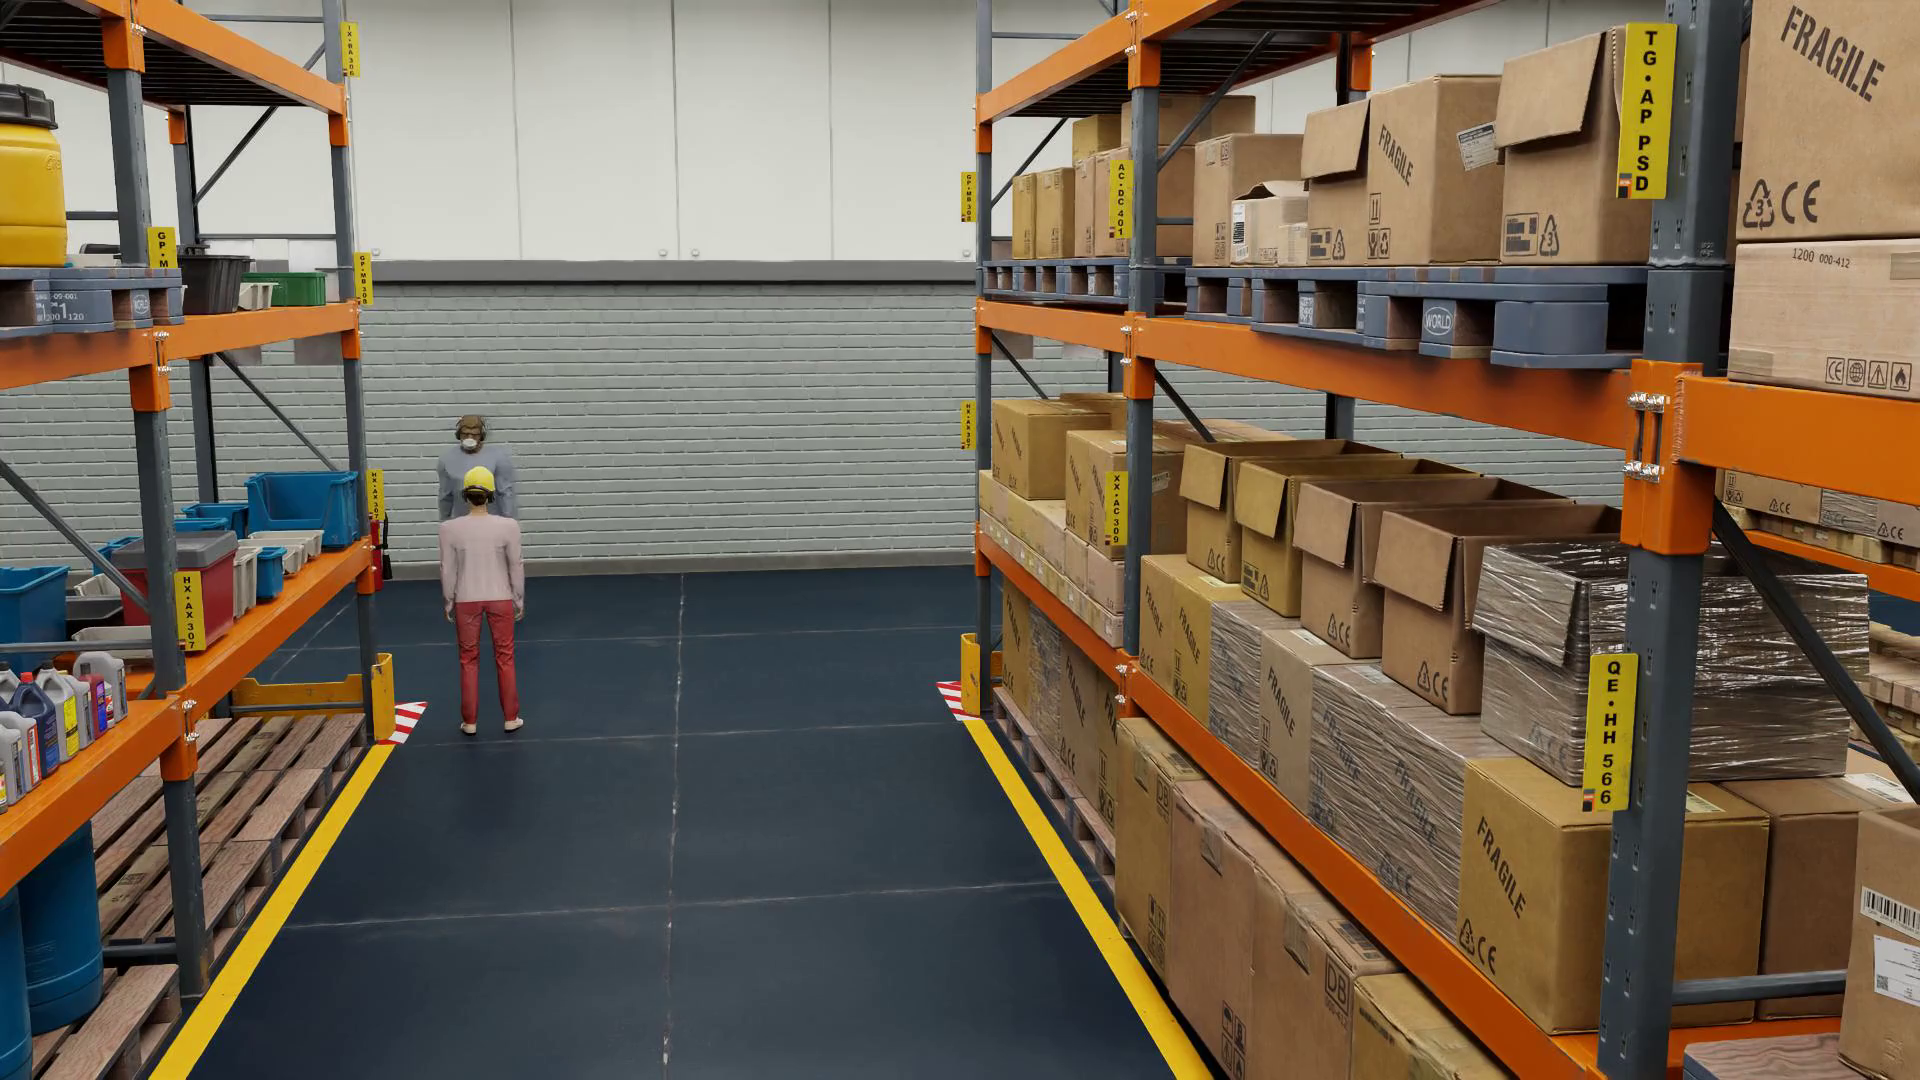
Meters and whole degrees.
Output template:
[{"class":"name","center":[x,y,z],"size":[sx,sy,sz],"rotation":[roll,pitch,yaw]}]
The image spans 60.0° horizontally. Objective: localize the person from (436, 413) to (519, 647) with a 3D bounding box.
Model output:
[{"class":"person","center":[-3.975,-0.124,13.774],"size":[0.672,1.891,0.999],"rotation":[0,9,0]}]

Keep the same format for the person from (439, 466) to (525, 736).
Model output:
[{"class":"person","center":[-3.113,0.400,10.877],"size":[0.532,1.768,0.311],"rotation":[-2,10,-14]}]
